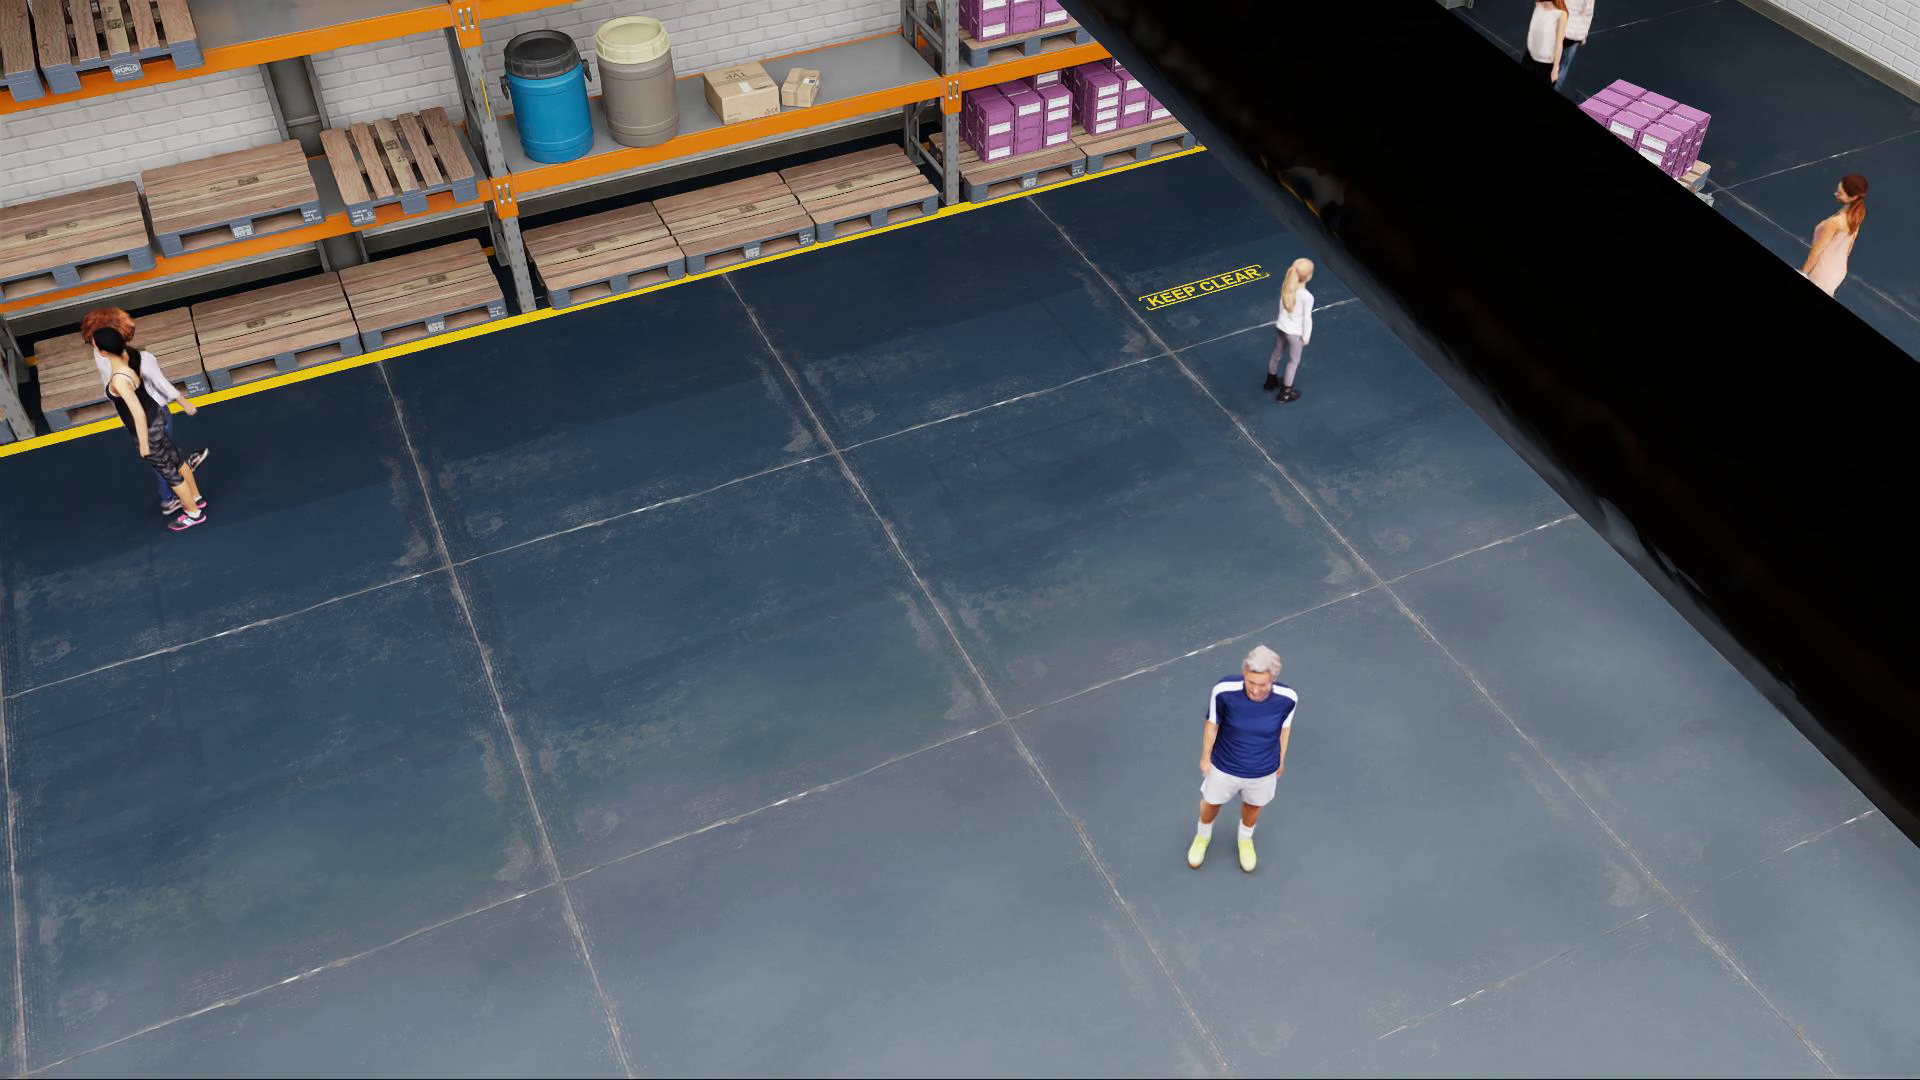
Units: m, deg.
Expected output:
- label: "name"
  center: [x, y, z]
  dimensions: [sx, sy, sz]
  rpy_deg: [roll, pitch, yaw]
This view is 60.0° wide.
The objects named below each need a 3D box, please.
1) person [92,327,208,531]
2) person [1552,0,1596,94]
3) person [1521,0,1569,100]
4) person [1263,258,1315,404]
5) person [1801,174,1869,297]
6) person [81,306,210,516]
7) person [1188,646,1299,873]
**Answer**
- label: "person"
  center: [-5.743, -0.801, 11.794]
  dimensions: [0.591, 1.727, 0.614]
  rpy_deg: [-9, 44, -9]
- label: "person"
  center: [5.948, -5.019, 16.286]
  dimensions: [0.597, 1.636, 0.639]
  rpy_deg: [-25, 49, -24]
- label: "person"
  center: [5.592, -4.595, 15.809]
  dimensions: [1.027, 1.682, 0.654]
  rpy_deg: [-22, 48, -21]
- label: "person"
  center: [2.575, -1.650, 13.011]
  dimensions: [0.516, 1.277, 0.507]
  rpy_deg: [-25, 49, -24]
- label: "person"
  center: [6.795, -1.998, 12.998]
  dimensions: [0.983, 1.799, 0.809]
  rpy_deg: [-23, 48, -23]
- label: "person"
  center: [-5.888, -0.890, 11.914]
  dimensions: [0.938, 1.690, 1.022]
  rpy_deg: [19, 47, 19]
- label: "person"
  center: [1.633, 1.248, 9.564]
  dimensions: [0.650, 1.836, 0.774]
  rpy_deg: [3, 44, 4]
